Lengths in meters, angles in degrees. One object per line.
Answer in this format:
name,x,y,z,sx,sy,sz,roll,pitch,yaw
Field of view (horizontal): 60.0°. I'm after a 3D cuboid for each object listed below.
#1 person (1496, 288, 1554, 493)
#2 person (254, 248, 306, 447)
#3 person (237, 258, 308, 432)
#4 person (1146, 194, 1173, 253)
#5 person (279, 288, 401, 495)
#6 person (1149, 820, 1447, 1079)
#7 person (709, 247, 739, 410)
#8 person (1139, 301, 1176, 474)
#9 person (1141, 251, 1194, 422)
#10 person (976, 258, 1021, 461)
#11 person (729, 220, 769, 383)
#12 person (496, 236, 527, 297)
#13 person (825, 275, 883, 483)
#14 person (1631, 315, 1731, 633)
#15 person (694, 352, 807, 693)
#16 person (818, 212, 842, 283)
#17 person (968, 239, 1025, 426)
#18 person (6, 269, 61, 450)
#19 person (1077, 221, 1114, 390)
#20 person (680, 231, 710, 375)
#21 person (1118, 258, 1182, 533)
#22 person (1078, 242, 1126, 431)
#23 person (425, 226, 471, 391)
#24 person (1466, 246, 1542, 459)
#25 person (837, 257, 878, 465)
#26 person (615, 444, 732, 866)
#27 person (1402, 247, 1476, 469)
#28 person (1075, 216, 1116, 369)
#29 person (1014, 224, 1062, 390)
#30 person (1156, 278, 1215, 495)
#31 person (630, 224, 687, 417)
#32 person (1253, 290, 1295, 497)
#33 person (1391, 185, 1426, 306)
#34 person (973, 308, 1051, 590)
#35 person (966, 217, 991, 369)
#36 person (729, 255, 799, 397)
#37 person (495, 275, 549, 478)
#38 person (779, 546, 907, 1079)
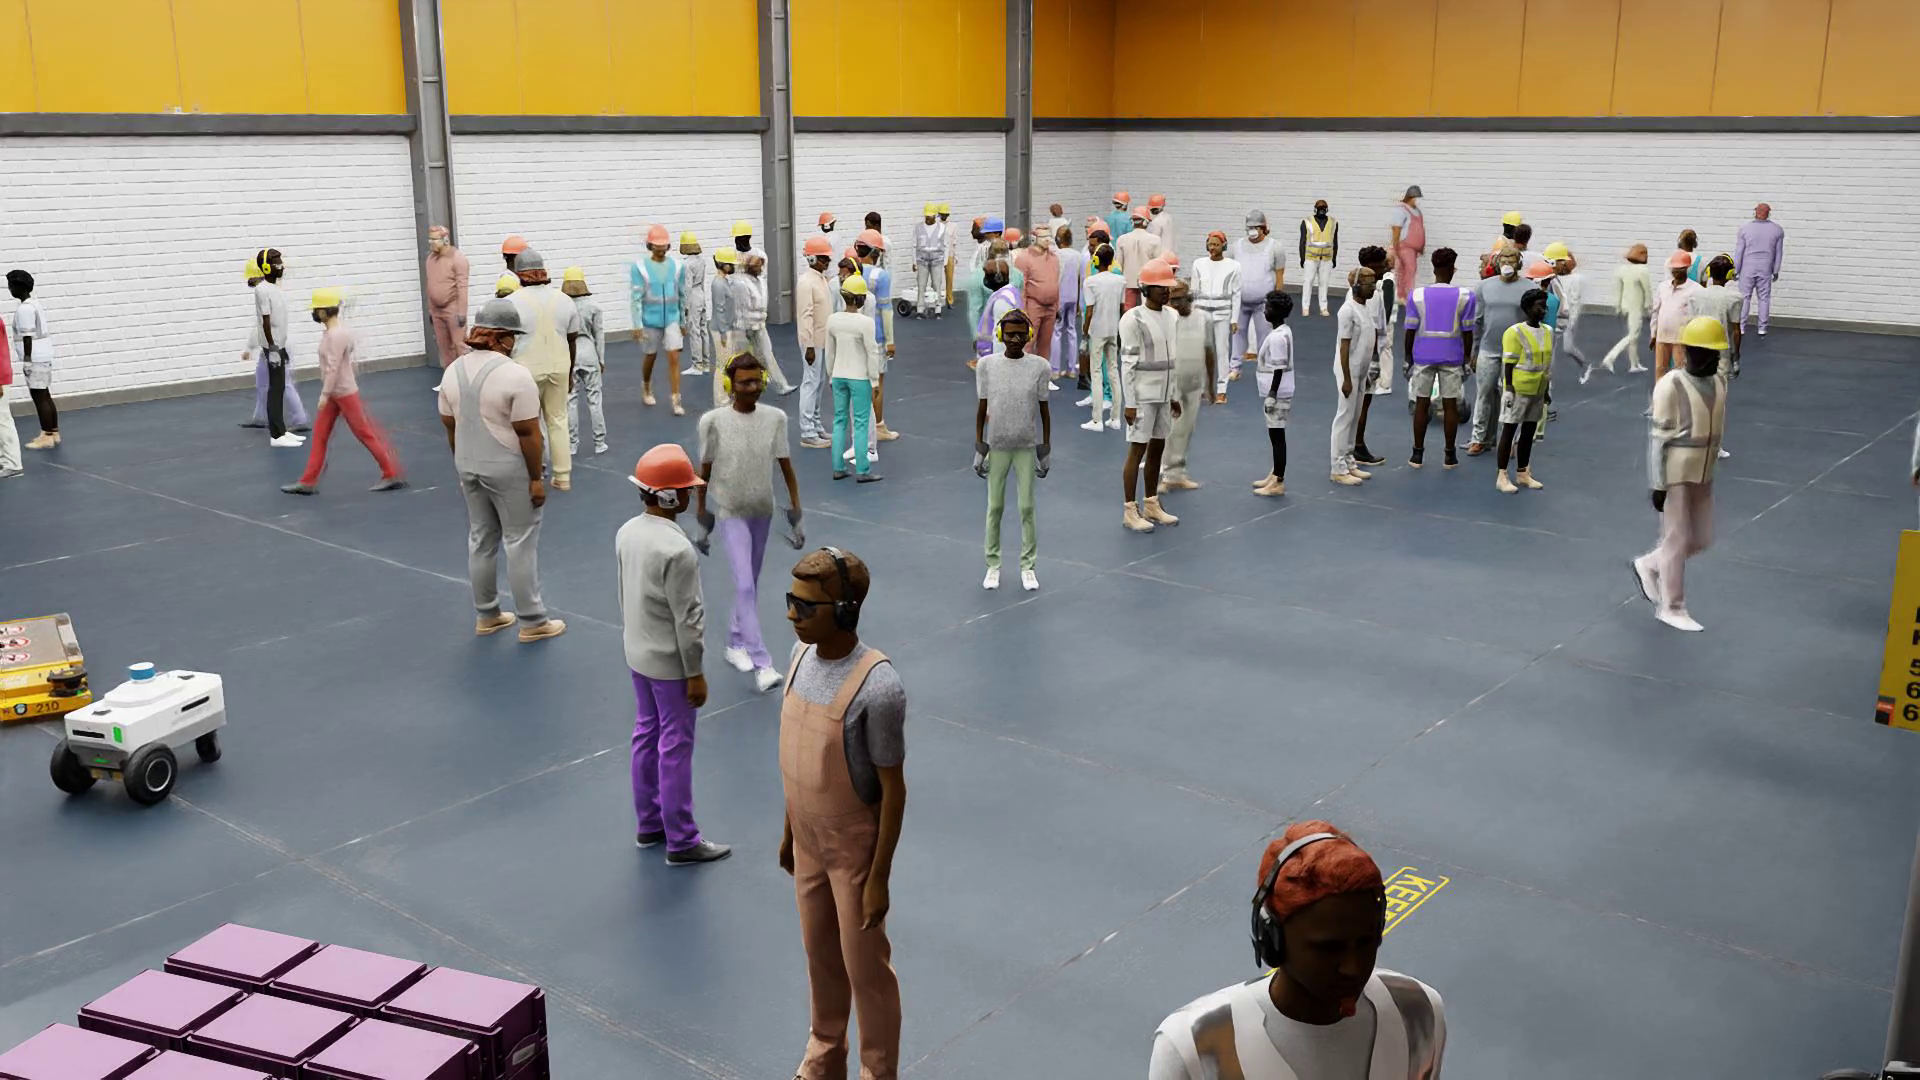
person,4.712,-1.242,13.831,0.532,1.697,0.320,-8,16,-28
person,-6.486,-1.826,15.814,0.328,1.873,0.518,-3,14,-13
person,-6.878,-1.895,16.366,0.752,1.732,0.529,-4,15,-17
person,3.139,-4.457,26.173,0.417,1.945,0.649,7,16,27
person,-5.126,-1.213,13.683,0.946,1.714,0.529,-9,17,-31
person,0.590,1.391,2.939,0.574,1.882,0.356,-6,15,-22
person,-2.490,-2.226,17.657,0.339,1.756,0.532,-1,14,-2
person,1.755,-1.393,14.568,0.282,1.633,0.500,-3,14,-10
person,2.112,-2.074,17.032,0.573,1.755,0.319,-2,14,-6
person,0.357,-1.641,15.160,0.429,1.837,0.624,1,14,5
person,-2.499,-2.784,19.556,0.587,1.921,0.385,11,18,37
person,-4.434,-2.065,16.662,0.390,1.930,0.549,-2,14,-10
person,-0.903,-1.376,14.231,0.533,1.767,0.327,9,17,33
person,4.373,-0.417,10.108,0.593,1.911,0.559,-7,16,-25
person,-1.104,-0.097,8.995,0.556,1.822,0.945,-8,16,-29
person,-1.935,-3.960,24.587,0.331,1.747,0.559,4,15,15
person,0.421,-2.025,16.543,0.661,1.895,0.956,-6,15,-23
person,-8.743,-1.708,15.716,0.321,1.685,0.542,-5,15,-18
person,1.571,-2.691,19.157,0.384,1.928,0.546,5,15,20
person,-3.274,-2.896,20.355,0.293,1.742,0.484,4,15,16
person,1.456,-1.085,12.506,0.375,2.043,0.610,14,19,43
person,1.421,-2.022,16.593,0.534,1.874,0.309,-8,16,-29
person,-5.841,-2.616,18.932,0.643,1.898,0.394,9,16,31
person,4.970,-1.715,15.236,0.629,1.940,0.373,6,15,22
person,-0.942,-1.616,15.019,0.345,1.857,0.525,-10,17,-35
person,-1.198,0.468,6.885,0.338,1.752,0.564,-10,17,-35
person,4.234,-1.605,14.744,0.607,1.963,0.373,4,15,16
person,1.650,-3.039,20.591,0.407,1.908,0.641,-6,15,-23
person,0.918,-2.638,18.985,0.639,1.910,0.407,-12,18,-39
person,1.827,-1.272,13.751,0.551,1.805,0.498,-2,14,-9
person,-3.213,-2.356,17.681,0.620,2.007,1.012,-7,16,-25
person,2.591,-1.204,13.686,0.319,1.696,0.532,3,14,12
person,7.623,-4.925,27.855,0.773,2.000,0.712,13,19,41
person,0.342,-0.588,10.901,0.510,1.860,0.333,1,14,3
person,0.270,-3.082,20.808,0.350,1.882,0.583,-2,14,-8
person,-2.251,-2.355,18.483,0.884,1.588,0.543,8,16,30
person,-3.806,-1.373,14.221,0.522,1.768,0.314,-1,14,-6
person,-0.365,0.914,4.917,0.344,1.847,0.505,-12,18,-39
